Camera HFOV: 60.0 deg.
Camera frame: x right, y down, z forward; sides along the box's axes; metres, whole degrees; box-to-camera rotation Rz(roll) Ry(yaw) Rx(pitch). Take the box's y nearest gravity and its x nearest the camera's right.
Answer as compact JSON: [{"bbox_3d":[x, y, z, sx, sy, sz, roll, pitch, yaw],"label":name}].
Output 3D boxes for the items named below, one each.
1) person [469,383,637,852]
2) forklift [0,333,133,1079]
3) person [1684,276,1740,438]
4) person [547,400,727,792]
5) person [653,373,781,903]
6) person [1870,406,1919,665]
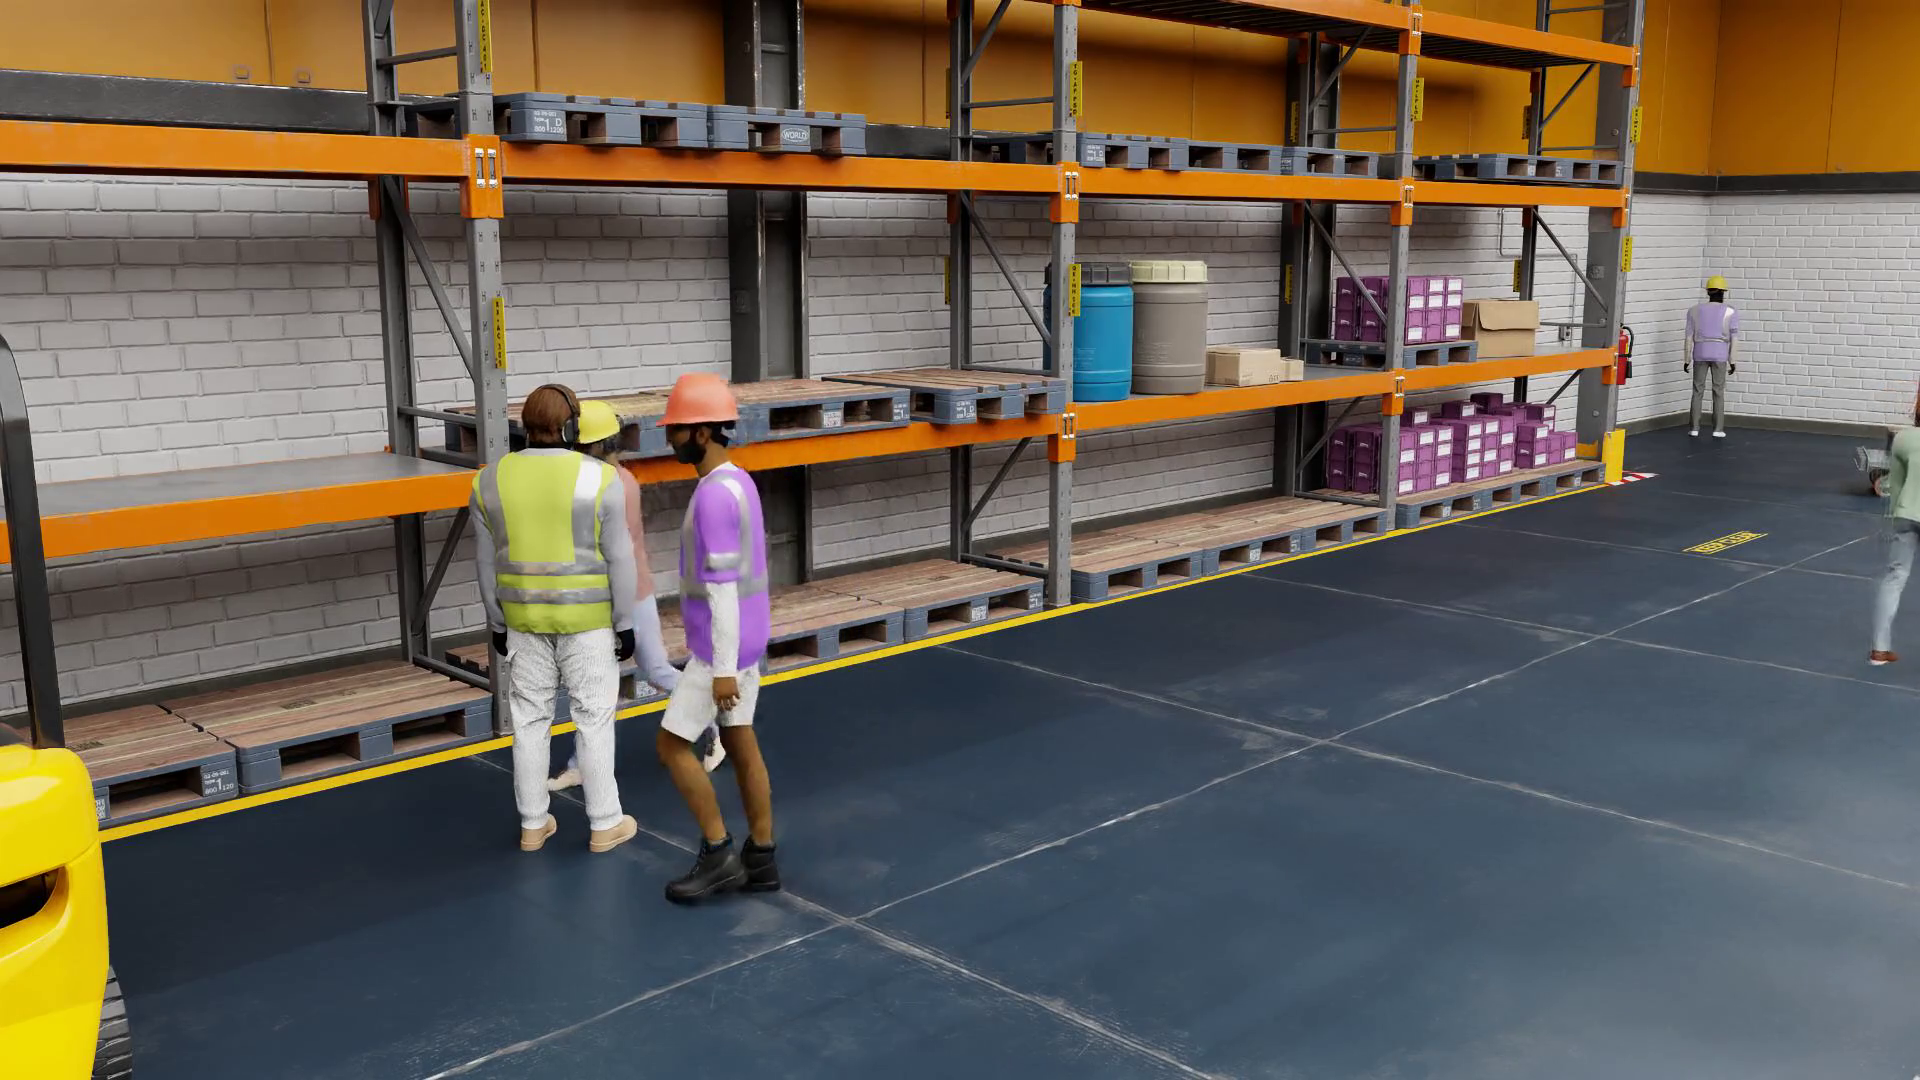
[{"bbox_3d":[-1.554,0.313,6.486,0.626,1.844,0.429,1,10,6],"label":"person"},{"bbox_3d":[-3.289,0.485,4.582,1.214,2.155,2.313,-10,14,-44],"label":"forklift"},{"bbox_3d":[8.947,-2.178,19.842,0.590,1.923,0.384,6,12,28],"label":"person"},{"bbox_3d":[-1.417,0.227,7.286,0.867,1.718,0.528,-6,12,-31],"label":"person"},{"bbox_3d":[-0.908,0.365,5.973,0.557,1.917,0.576,0,10,1],"label":"person"},{"bbox_3d":[5.491,-0.093,9.388,0.847,1.585,0.506,-6,12,-30],"label":"person"}]
